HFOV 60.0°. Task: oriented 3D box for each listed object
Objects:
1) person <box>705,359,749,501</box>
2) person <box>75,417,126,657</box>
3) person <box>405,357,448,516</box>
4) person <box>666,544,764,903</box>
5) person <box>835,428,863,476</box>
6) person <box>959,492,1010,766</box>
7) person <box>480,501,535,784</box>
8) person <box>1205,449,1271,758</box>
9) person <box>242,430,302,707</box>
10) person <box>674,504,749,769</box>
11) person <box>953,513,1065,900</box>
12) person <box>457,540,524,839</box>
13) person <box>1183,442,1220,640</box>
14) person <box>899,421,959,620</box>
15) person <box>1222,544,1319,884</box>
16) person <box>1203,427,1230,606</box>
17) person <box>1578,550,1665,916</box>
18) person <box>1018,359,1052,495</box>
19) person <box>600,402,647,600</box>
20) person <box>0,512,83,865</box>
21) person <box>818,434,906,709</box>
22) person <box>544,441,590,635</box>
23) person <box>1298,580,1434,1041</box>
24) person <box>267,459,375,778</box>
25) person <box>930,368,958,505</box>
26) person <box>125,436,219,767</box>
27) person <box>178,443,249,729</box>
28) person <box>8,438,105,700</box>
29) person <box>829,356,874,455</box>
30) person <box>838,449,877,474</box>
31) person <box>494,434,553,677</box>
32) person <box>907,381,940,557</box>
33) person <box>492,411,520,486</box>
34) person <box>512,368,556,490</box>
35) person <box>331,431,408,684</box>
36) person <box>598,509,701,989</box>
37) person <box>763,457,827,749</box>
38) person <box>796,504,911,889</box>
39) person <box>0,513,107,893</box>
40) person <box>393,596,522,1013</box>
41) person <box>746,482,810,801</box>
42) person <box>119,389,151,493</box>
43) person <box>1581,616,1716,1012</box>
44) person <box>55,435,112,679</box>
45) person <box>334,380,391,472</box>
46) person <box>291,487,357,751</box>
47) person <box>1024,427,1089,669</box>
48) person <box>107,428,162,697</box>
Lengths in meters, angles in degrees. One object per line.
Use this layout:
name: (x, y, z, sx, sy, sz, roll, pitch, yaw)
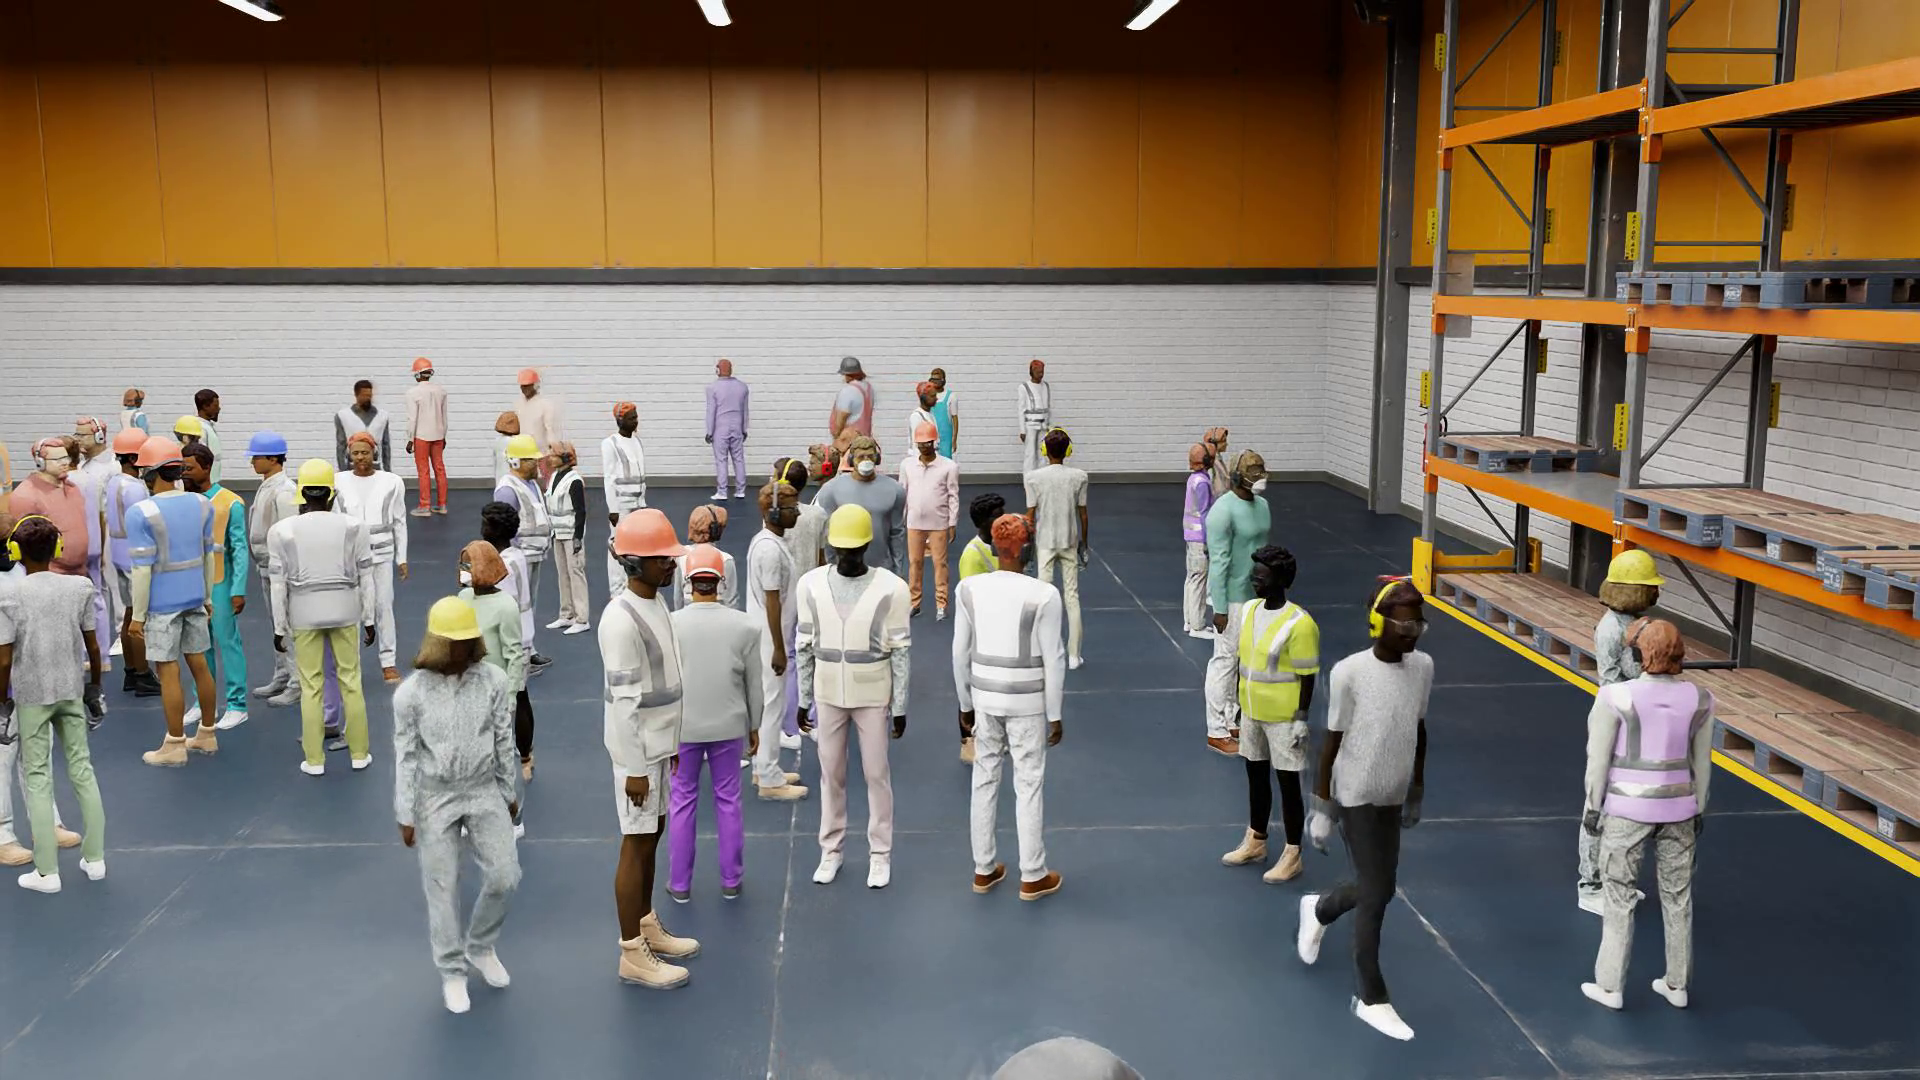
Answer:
person: (-3.154, -1.485, 22.414, 0.651, 1.904, 0.401, -7, 11, -37)
person: (-6.868, -0.028, 13.257, 0.639, 1.909, 0.409, 4, 10, 23)
person: (-6.721, -1.299, 20.957, 0.382, 1.995, 0.612, 6, 11, 32)
person: (-1.237, 0.883, 8.058, 0.574, 1.741, 0.354, -3, 9, -17)
person: (-1.029, -0.227, 15.395, 0.276, 1.628, 0.503, 6, 11, 35)
person: (0.153, 0.544, 10.316, 0.321, 1.695, 0.537, 3, 10, 19)
person: (-2.699, 0.610, 9.905, 0.316, 1.695, 0.541, -1, 9, -8)
person: (1.773, 0.388, 10.542, 0.354, 1.937, 0.635, 7, 11, 36)
person: (-4.808, 0.193, 11.737, 0.385, 1.948, 0.605, -7, 11, -37)
person: (-1.535, 0.597, 10.163, 0.525, 1.639, 0.307, 7, 12, 38)
person: (0.242, 0.807, 8.090, 0.574, 1.881, 0.357, 5, 10, 28)
person: (-2.520, 0.809, 8.851, 0.499, 1.634, 0.279, 7, 11, 36)
person: (2.013, 0.003, 13.890, 0.307, 1.643, 0.514, 0, 9, -2)
person: (-0.289, -0.168, 14.611, 0.567, 1.751, 0.329, 2, 9, 14)
person: (1.556, 0.861, 8.327, 0.316, 1.695, 0.541, -5, 11, -31)
person: (2.327, -0.221, 15.300, 0.309, 1.641, 0.513, 3, 9, 17)
person: (3.144, 0.907, 7.896, 0.295, 1.744, 0.484, 6, 11, 33)
person: (1.037, -1.542, 22.861, 0.587, 1.877, 0.353, -8, 12, -41)
person: (-3.027, -0.314, 15.127, 0.354, 1.883, 0.573, 3, 10, 19)
person: (-4.902, 0.757, 8.584, 0.429, 1.831, 0.631, 2, 9, 15)
person: (-0.668, 0.230, 11.532, 0.628, 1.940, 0.378, -3, 10, -18)
person: (-3.325, -0.025, 14.069, 0.308, 1.639, 0.524, -7, 11, -38)
person: (1.639, 1.039, 6.824, 0.558, 1.836, 0.758, -5, 10, -26)
person: (-3.855, 0.468, 10.076, 0.594, 1.924, 0.384, -5, 10, -26)
person: (-0.271, -1.286, 21.346, 0.516, 1.843, 0.325, 4, 10, 24)
person: (-4.876, 0.379, 10.274, 0.376, 2.043, 0.609, 4, 10, 21)
person: (-5.034, 0.302, 11.146, 0.597, 1.918, 0.383, 3, 9, 17)
person: (-6.266, 0.238, 11.581, 0.399, 1.909, 0.642, 1, 9, 7)
person: (-1.389, -1.376, 21.299, 0.605, 2.000, 0.705, 5, 10, 27)
person: (-0.755, 0.192, 12.344, 0.327, 1.753, 0.561, -1, 9, -3)
person: (-3.303, 0.108, 12.631, 0.404, 1.830, 0.599, 0, 9, 2)
person: (-0.385, -0.771, 17.996, 0.354, 1.881, 0.576, 2, 9, 14)
person: (-4.638, -0.517, 17.179, 0.278, 1.634, 0.498, -8, 12, -43)
person: (-4.994, -1.051, 19.577, 0.634, 1.942, 1.042, 3, 10, 21)
person: (-4.374, 0.141, 12.268, 0.573, 1.883, 0.356, -3, 10, -18)
person: (-1.326, 0.878, 7.139, 0.373, 2.044, 0.606, 0, 9, 2)
person: (-1.073, 0.401, 10.661, 0.521, 1.877, 0.328, -9, 13, -44)
person: (-0.531, 0.767, 8.225, 0.587, 1.919, 0.397, 2, 9, 13)
person: (-4.491, 0.797, 8.190, 0.315, 1.870, 0.532, 7, 12, 38)
person: (-2.058, 1.081, 6.830, 0.519, 1.732, 0.342, -6, 11, -34)
person: (-1.072, 0.578, 9.641, 0.345, 1.845, 0.505, -2, 9, -11)
person: (-10.140, -1.045, 20.502, 0.516, 1.631, 0.333, 7, 11, 37)
person: (2.843, 1.130, 6.863, 0.513, 1.631, 0.319, -1, 9, -4)
person: (-6.629, 0.132, 12.486, 0.357, 1.836, 0.511, 3, 10, 19)
person: (-6.500, -0.796, 18.135, 0.591, 1.902, 0.417, -8, 12, -41)
person: (-4.049, 0.462, 10.622, 0.526, 1.766, 0.327, 7, 12, 38)
person: (0.734, 0.067, 12.771, 0.521, 1.873, 0.334, 0, 9, -2)
person: (-5.907, 0.158, 11.986, 0.356, 1.936, 0.551, -8, 12, -41)
